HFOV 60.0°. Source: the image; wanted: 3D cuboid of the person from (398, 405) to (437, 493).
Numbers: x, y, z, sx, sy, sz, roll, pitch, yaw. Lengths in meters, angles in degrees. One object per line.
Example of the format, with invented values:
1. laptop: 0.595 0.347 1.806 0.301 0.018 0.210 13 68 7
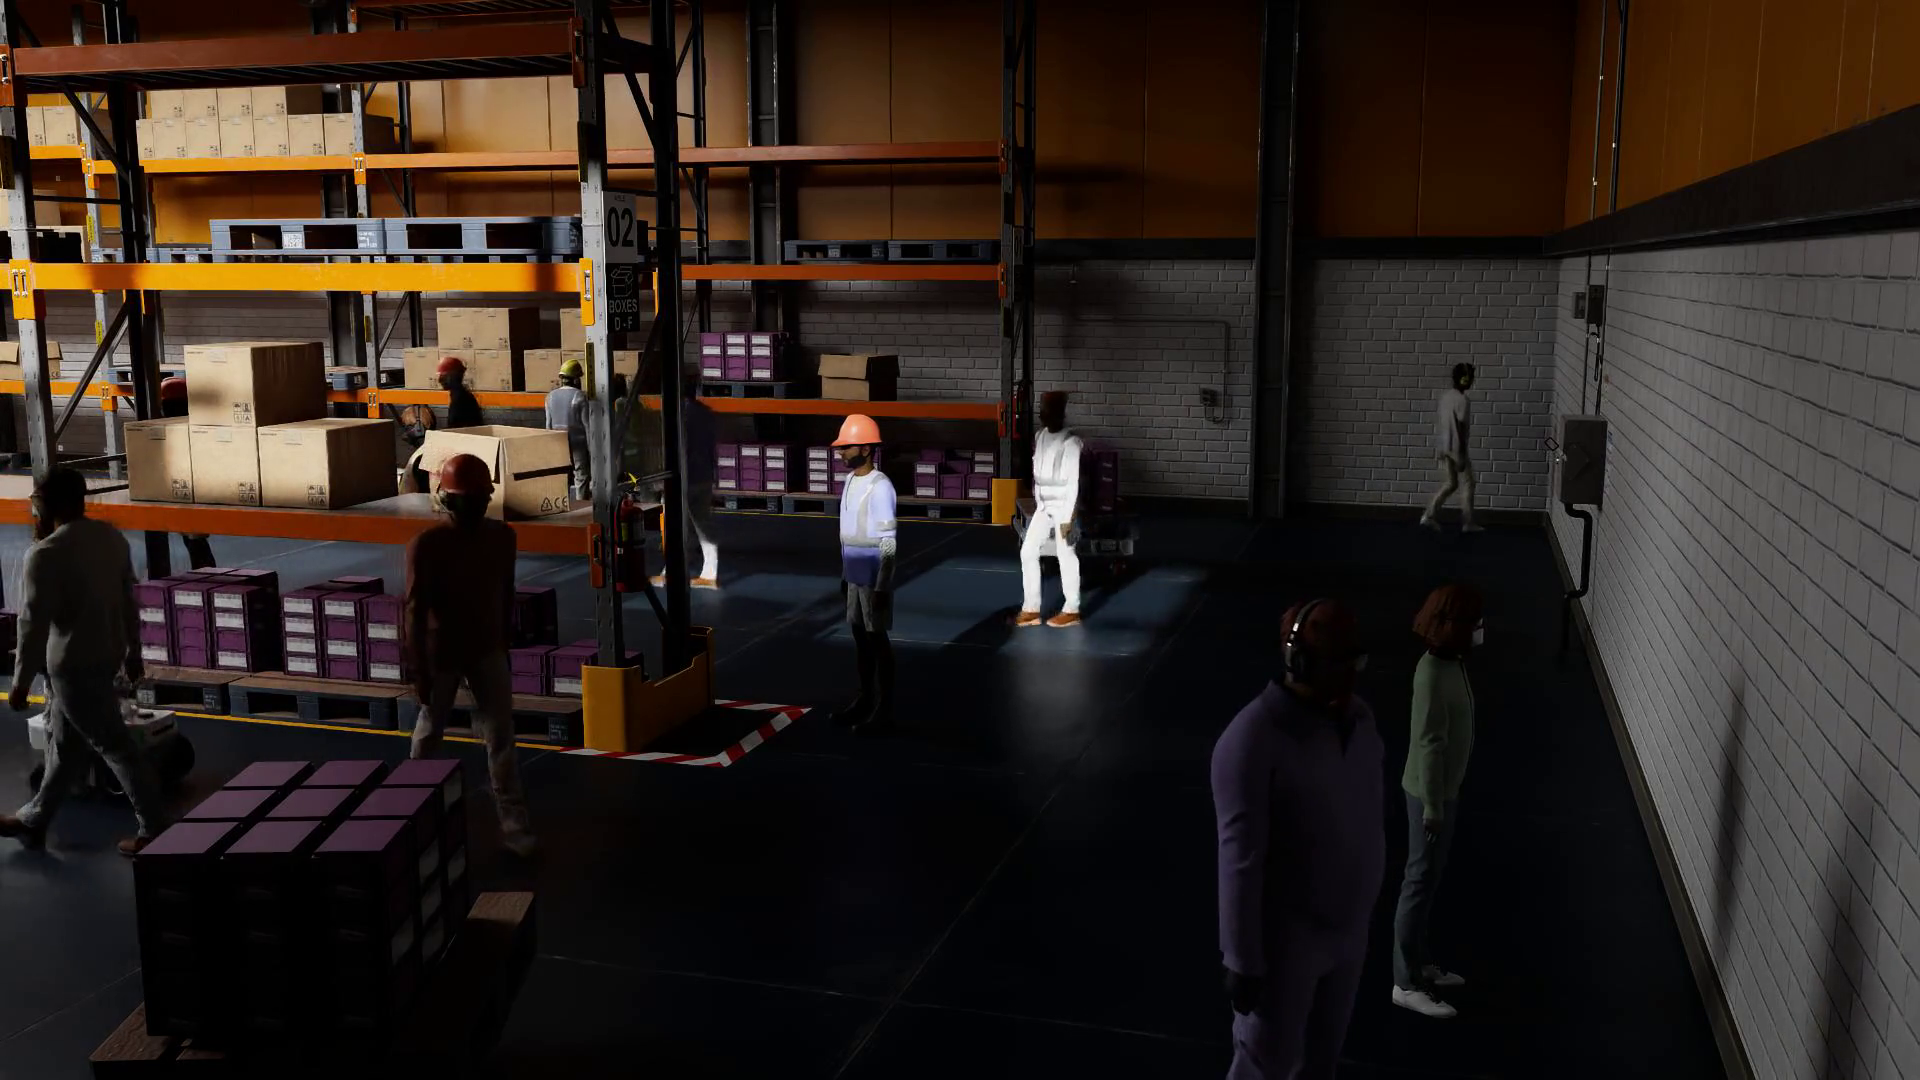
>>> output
1. person: -3.802 -0.045 11.886 0.429 1.837 0.621 -2 10 -15

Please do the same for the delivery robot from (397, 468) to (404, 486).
1. delivery robot: -6.579 -0.662 19.246 0.707 0.478 0.477 4 10 25

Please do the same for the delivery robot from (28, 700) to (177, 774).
1. delivery robot: -4.592 1.033 8.911 0.707 0.478 0.477 1 9 8

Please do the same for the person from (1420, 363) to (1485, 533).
1. person: 5.242 -0.954 17.507 0.756 1.812 0.581 -3 10 -17

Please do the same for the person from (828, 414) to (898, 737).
1. person: -0.581 0.210 10.008 0.374 1.939 0.545 -5 10 -27

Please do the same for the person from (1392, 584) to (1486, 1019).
1. person: 1.820 0.967 6.318 0.268 1.632 0.507 4 10 23

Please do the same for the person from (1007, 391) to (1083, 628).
1. person: 0.655 -0.217 12.839 0.754 1.857 0.619 -6 11 -31

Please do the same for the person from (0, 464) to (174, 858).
1. person: -4.197 0.586 7.850 1.027 1.887 0.640 1 9 4

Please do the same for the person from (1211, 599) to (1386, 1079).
1. person: 0.983 1.100 4.683 0.651 1.906 0.403 -9 13 -43

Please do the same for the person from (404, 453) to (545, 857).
1. person: -2.448 0.525 8.125 0.632 1.936 1.074 -9 13 -44

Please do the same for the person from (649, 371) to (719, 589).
1. person: -2.434 -0.517 14.515 0.758 1.911 0.655 4 10 25

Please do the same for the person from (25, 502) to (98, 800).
1. person: -4.695 0.573 8.719 0.401 1.623 0.539 -3 10 -19

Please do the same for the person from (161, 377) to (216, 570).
1. person: -6.225 -0.342 13.372 0.376 1.936 0.549 -7 12 -38

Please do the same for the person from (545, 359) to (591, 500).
1. person: -4.112 -1.003 17.719 0.587 1.835 0.404 4 10 25

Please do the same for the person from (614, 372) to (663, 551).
1. person: -3.239 -0.763 16.411 0.948 1.796 0.629 4 10 22

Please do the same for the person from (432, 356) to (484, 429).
1. person: -4.739 -0.783 15.955 0.554 1.969 0.660 -2 9 -11
